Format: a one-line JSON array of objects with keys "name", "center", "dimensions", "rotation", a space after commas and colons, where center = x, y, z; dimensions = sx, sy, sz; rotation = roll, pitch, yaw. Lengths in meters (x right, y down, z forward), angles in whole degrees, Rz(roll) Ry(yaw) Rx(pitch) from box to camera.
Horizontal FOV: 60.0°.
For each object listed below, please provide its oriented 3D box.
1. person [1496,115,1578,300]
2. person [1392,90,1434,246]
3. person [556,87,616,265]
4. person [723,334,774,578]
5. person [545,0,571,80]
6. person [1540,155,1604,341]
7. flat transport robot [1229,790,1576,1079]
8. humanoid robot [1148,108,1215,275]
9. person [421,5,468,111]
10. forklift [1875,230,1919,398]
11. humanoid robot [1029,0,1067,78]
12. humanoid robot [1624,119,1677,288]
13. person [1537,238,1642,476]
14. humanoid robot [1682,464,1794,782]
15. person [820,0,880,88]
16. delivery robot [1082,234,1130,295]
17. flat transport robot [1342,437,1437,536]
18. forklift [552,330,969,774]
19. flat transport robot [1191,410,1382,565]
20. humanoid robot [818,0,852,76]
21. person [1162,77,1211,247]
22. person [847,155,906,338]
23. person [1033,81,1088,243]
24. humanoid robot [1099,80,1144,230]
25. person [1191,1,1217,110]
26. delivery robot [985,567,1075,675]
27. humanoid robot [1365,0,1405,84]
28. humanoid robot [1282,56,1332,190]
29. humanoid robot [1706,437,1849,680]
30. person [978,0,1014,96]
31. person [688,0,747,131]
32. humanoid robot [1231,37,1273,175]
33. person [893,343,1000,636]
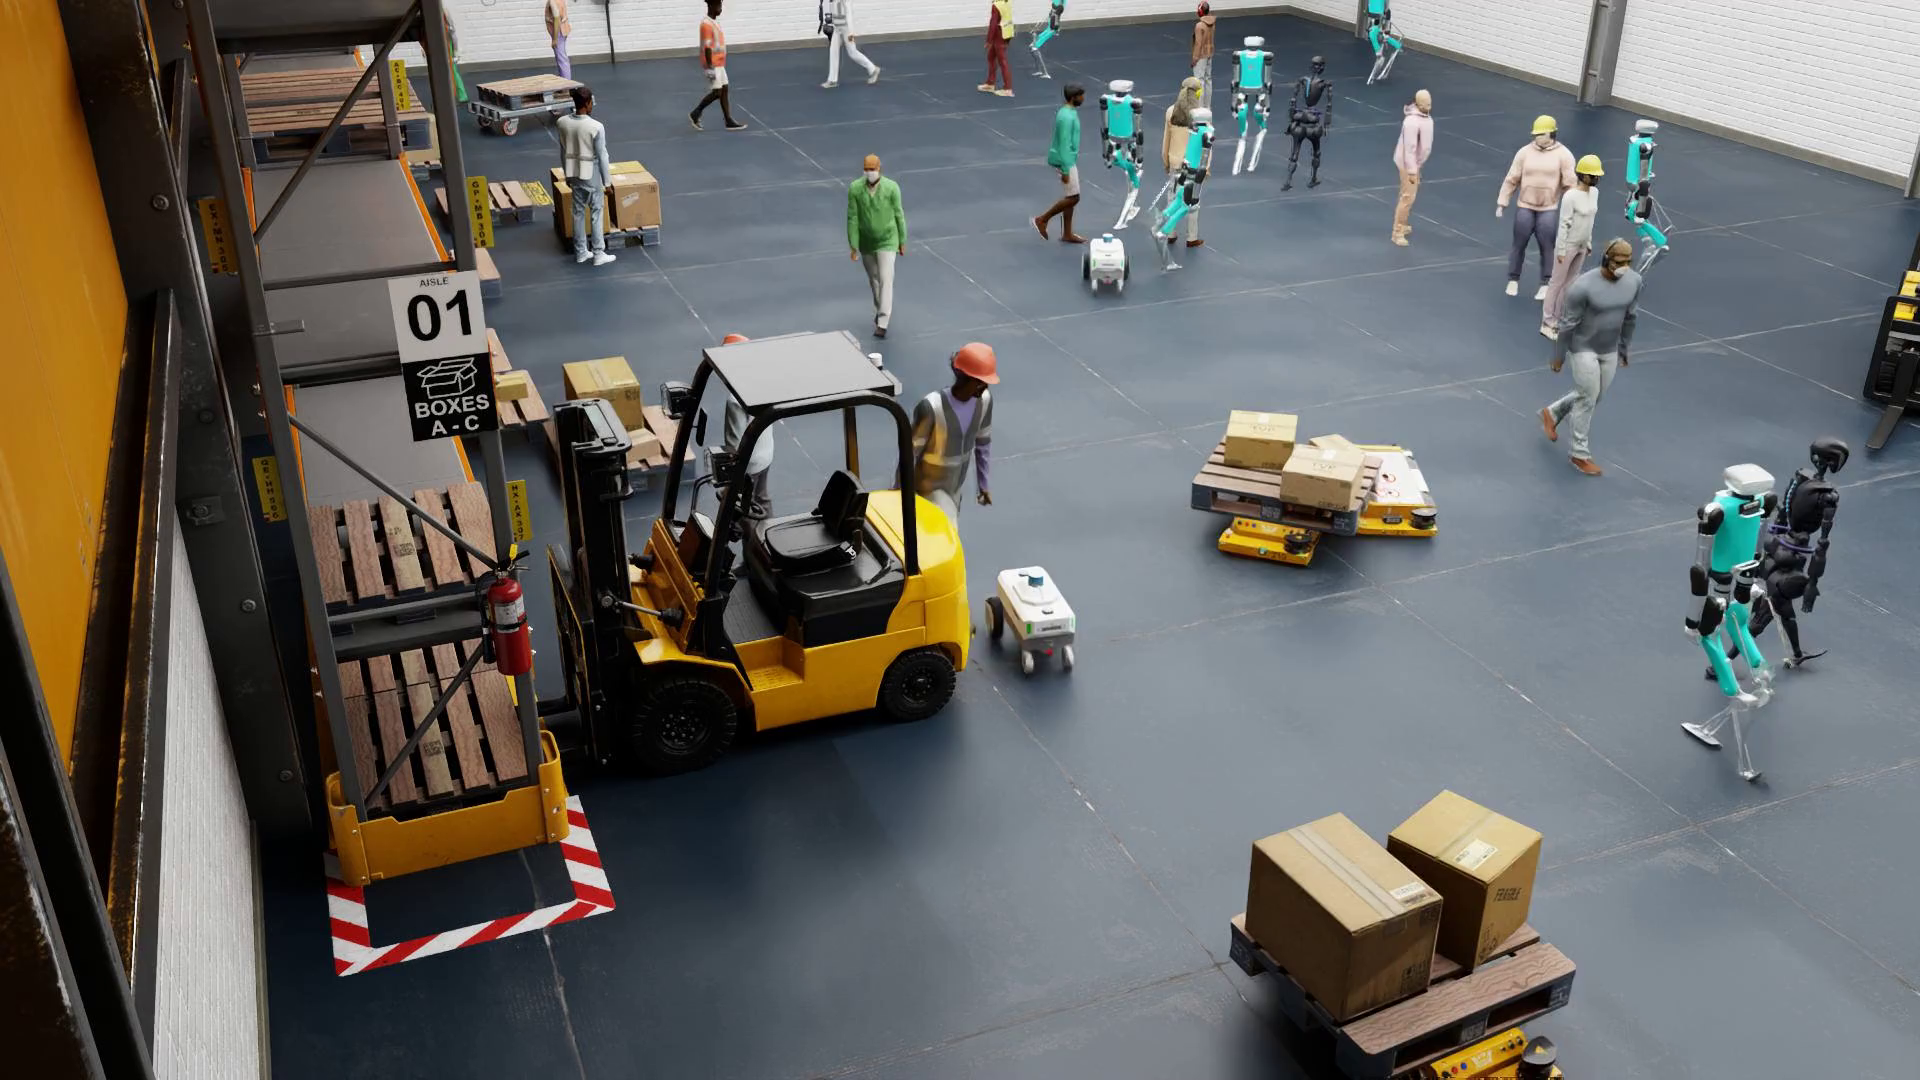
[{"name": "person", "center": [5.921, -3.412, 17.020], "dimensions": [0.807, 1.856, 0.454], "rotation": [13, 30, 24]}, {"name": "person", "center": [5.112, -4.230, 18.764], "dimensions": [0.412, 1.752, 0.710], "rotation": [14, 30, 26]}, {"name": "person", "center": [-4.036, -3.915, 17.955], "dimensions": [0.598, 1.909, 0.400], "rotation": [11, 29, 21]}, {"name": "person", "center": [-1.478, -0.587, 11.515], "dimensions": [0.351, 1.738, 0.575], "rotation": [8, 28, 15]}, {"name": "person", "center": [-6.226, -7.815, 25.780], "dimensions": [0.391, 1.842, 0.562], "rotation": [-2, 27, -4]}, {"name": "person", "center": [5.870, -2.798, 15.886], "dimensions": [0.523, 1.769, 0.317], "rotation": [-20, 33, -34]}, {"name": "flat transport robot", "center": [2.033, 2.128, 7.755], "dimensions": [0.659, 0.231, 1.431], "rotation": [-13, 29, -24]}, {"name": "humanoid robot", "center": [2.287, -3.636, 17.671], "dimensions": [0.722, 1.856, 0.552], "rotation": [-5, 27, -11]}, {"name": "person", "center": [-7.822, -7.370, 24.938], "dimensions": [0.869, 1.805, 0.513], "rotation": [-24, 35, -39]}, {"name": "forklift", "center": [9.029, -2.397, 14.618], "dimensions": [1.214, 2.155, 2.313], "rotation": [18, 32, 32]}, {"name": "humanoid robot", "center": [1.385, -8.416, 27.093], "dimensions": [0.803, 1.769, 0.538], "rotation": [-1, 27, -1]}, {"name": "humanoid robot", "center": [7.141, -3.378, 17.169], "dimensions": [0.668, 1.880, 0.544], "rotation": [3, 27, 6]}, {"name": "person", "center": [4.984, -1.528, 13.213], "dimensions": [0.646, 1.904, 0.784], "rotation": [-9, 28, -18]}, {"name": "humanoid robot", "center": [4.469, 0.548, 9.378], "dimensions": [0.537, 1.886, 0.780], "rotation": [-13, 29, -24]}, {"name": "person", "center": [-1.765, -8.145, 26.446], "dimensions": [0.931, 1.845, 0.588], "rotation": [-14, 30, -25]}, {"name": "delivery robot", "center": [1.543, -2.917, 17.474], "dimensions": [0.499, 0.598, 0.802], "rotation": [1, 27, 2]}, {"name": "flat transport robot", "center": [3.216, -0.417, 12.816], "dimensions": [0.659, 0.231, 1.431], "rotation": [2, 27, 3]}, {"name": "forklift", "center": [-1.094, 0.010, 9.831], "dimensions": [2.313, 2.155, 1.214], "rotation": [-10, 28, -20]}, {"name": "flat transport robot", "center": [2.434, -0.236, 12.457], "dimensions": [0.659, 0.231, 1.431], "rotation": [11, 29, 21]}, {"name": "humanoid robot", "center": [-2.057, -8.509, 27.402], "dimensions": [0.610, 1.618, 0.757], "rotation": [3, 27, 7]}, {"name": "person", "center": [2.520, -4.206, 18.568], "dimensions": [0.564, 1.876, 0.404], "rotation": [15, 30, 27]}, {"name": "person", "center": [-0.813, -2.834, 15.990], "dimensions": [0.536, 1.727, 0.934], "rotation": [5, 27, 9]}, {"name": "person", "center": [1.162, -4.208, 18.618], "dimensions": [0.545, 1.832, 0.535], "rotation": [3, 27, 6]}, {"name": "humanoid robot", "center": [2.007, -4.532, 19.410], "dimensions": [0.530, 1.755, 0.908], "rotation": [16, 31, 29]}, {"name": "person", "center": [3.594, -7.112, 24.590], "dimensions": [0.310, 1.650, 0.472], "rotation": [20, 33, 34]}, {"name": "delivery robot", "center": [0.476, 0.471, 10.754], "dimensions": [0.499, 0.614, 0.791], "rotation": [-7, 27, -13]}, {"name": "humanoid robot", "center": [6.824, -8.155, 26.636], "dimensions": [0.759, 1.843, 0.552], "rotation": [-14, 30, -25]}, {"name": "humanoid robot", "center": [4.350, -5.214, 20.861], "dimensions": [0.609, 1.649, 0.639], "rotation": [20, 33, 34]}, {"name": "humanoid robot", "center": [5.124, 0.120, 10.224], "dimensions": [0.797, 1.617, 0.599], "rotation": [0, 27, 0]}, {"name": "person", "center": [0.507, -7.798, 25.848], "dimensions": [0.736, 1.745, 0.507], "rotation": [9, 28, 17]}, {"name": "person", "center": [-3.487, -6.782, 23.614], "dimensions": [0.734, 1.942, 0.640], "rotation": [2, 27, 4]}, {"name": "humanoid robot", "center": [3.788, -5.629, 21.571], "dimensions": [0.552, 1.807, 0.808], "rotation": [9, 28, 18]}, {"name": "person", "center": [-0.065, -0.358, 10.803], "dimensions": [0.848, 1.973, 0.638], "rotation": [23, 35, 38]}]
